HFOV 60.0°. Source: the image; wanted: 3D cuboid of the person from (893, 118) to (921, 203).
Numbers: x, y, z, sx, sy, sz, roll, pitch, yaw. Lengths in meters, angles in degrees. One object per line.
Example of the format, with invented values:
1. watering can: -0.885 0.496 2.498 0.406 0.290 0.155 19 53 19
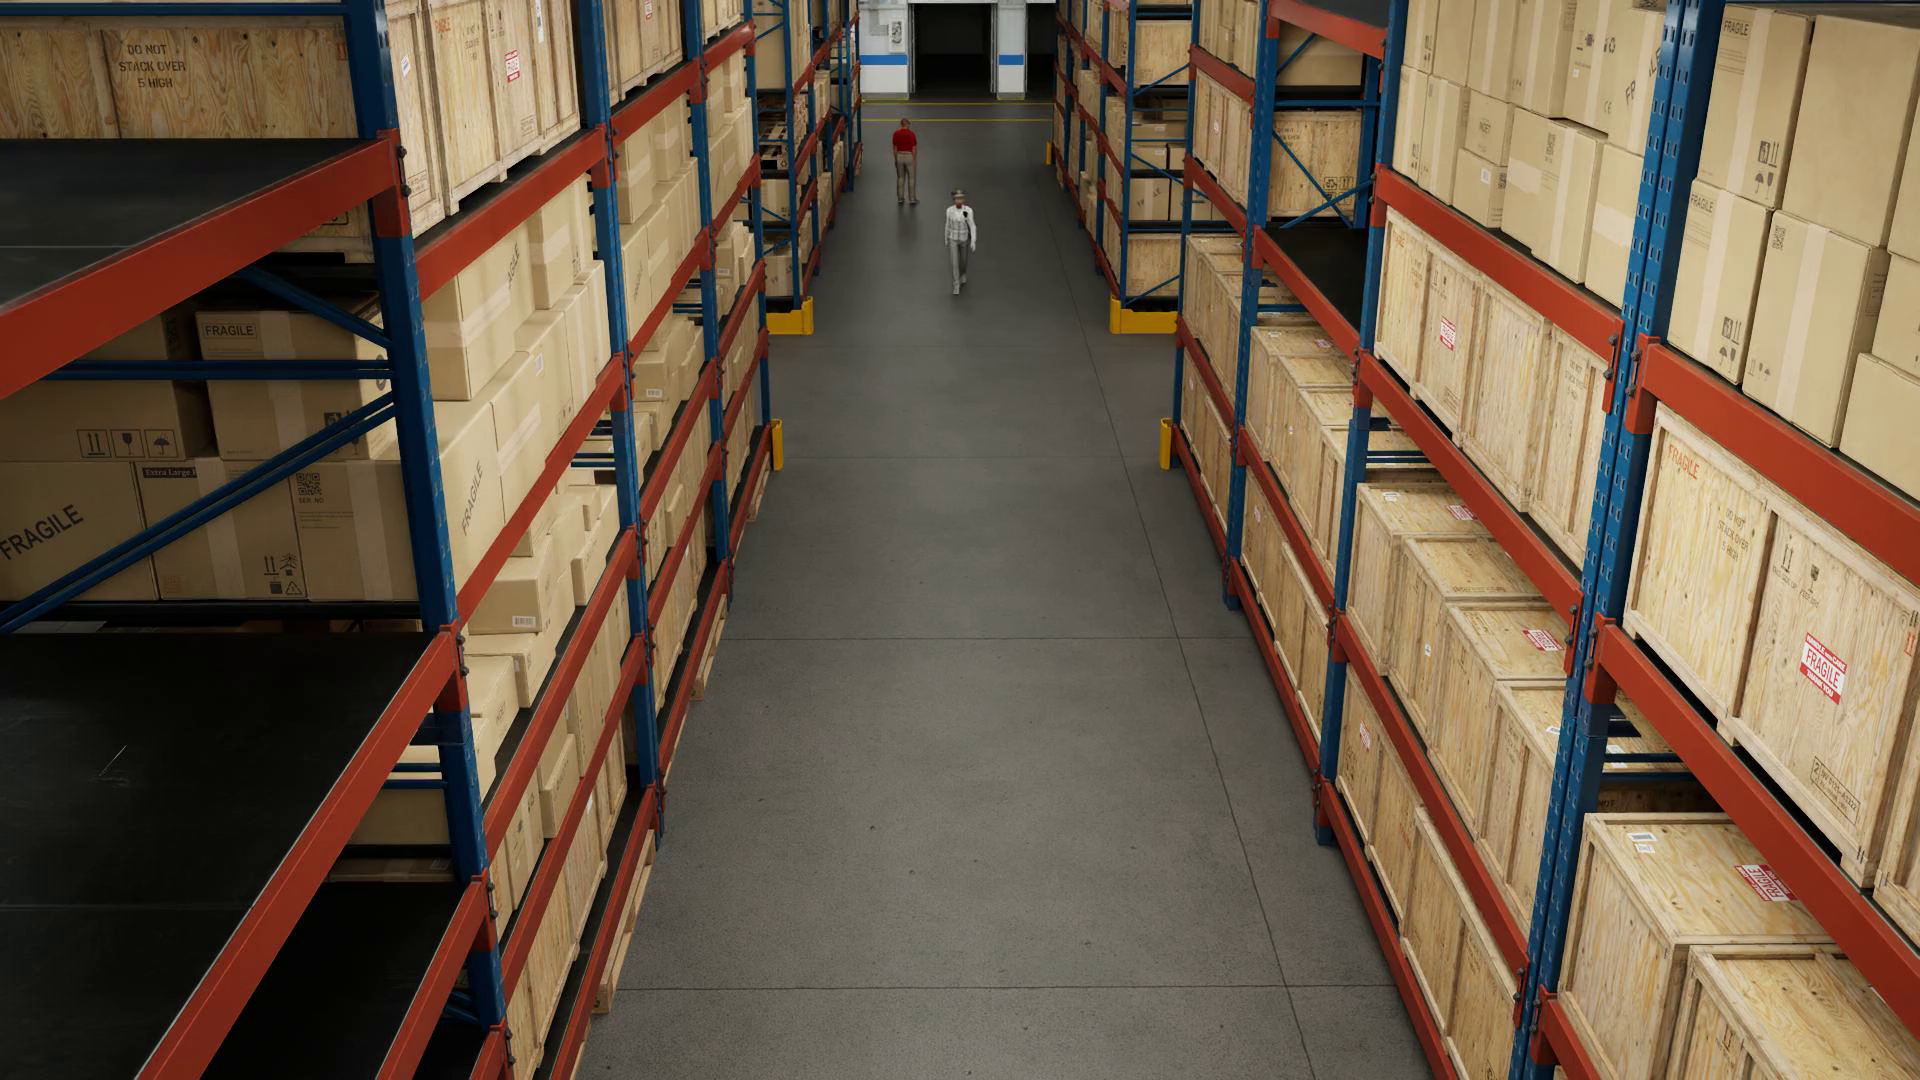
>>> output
1. person: -1.117 -7.899 34.598 0.524 1.728 0.378 8 23 20

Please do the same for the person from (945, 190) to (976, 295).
1. person: 0.006 -4.914 27.121 0.499 1.645 0.998 -1 22 -3
